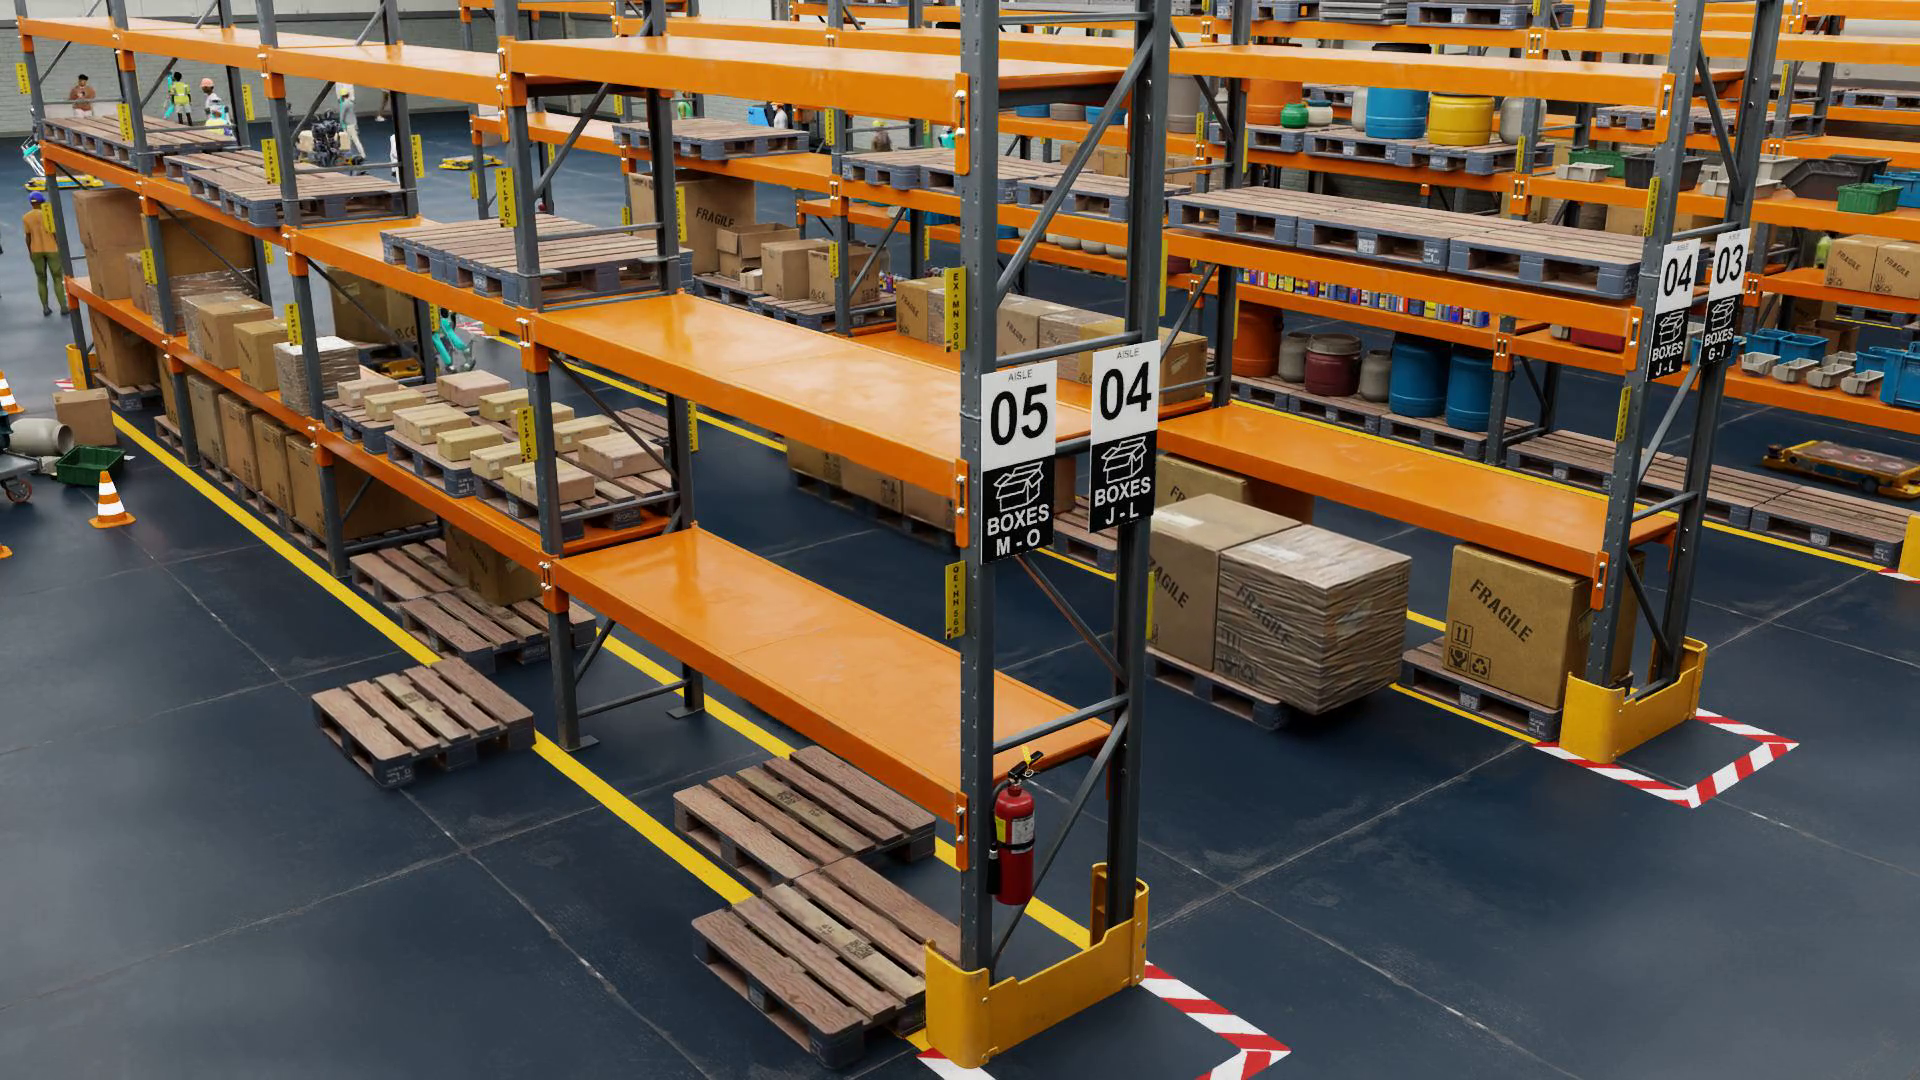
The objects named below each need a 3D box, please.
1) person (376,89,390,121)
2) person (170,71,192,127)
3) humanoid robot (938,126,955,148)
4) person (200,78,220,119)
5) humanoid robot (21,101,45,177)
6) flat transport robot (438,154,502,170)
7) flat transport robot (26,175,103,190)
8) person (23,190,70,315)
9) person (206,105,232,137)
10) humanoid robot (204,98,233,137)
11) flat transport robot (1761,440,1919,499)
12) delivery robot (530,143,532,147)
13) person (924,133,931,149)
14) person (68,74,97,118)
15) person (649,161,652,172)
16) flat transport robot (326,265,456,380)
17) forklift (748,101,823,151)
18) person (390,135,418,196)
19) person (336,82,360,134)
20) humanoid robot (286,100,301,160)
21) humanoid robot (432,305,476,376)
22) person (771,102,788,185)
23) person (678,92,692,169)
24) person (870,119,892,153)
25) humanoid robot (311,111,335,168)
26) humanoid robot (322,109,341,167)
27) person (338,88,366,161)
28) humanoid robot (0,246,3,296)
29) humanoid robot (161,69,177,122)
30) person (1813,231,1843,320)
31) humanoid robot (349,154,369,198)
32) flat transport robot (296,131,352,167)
[{"bbox_3d":[-17.319,-13.630,50.385,0.530,1.824,0.996,18,26,41],"label":"person"},{"bbox_3d":[-21.897,-12.305,46.796,0.534,1.699,0.318,-12,23,-30],"label":"person"},{"bbox_3d":[0.059,-7.183,32.289,0.560,1.783,0.977,18,26,42],"label":"humanoid robot"},{"bbox_3d":[-17.678,-9.877,39.377,0.389,2.040,0.613,-13,23,-33],"label":"person"},{"bbox_3d":[-20.581,-8.931,36.936,0.735,1.677,0.533,1,19,3],"label":"humanoid robot"},{"bbox_3d":[-11.601,-8.951,39.412,0.659,0.231,1.431,11,22,28],"label":"flat transport robot"},{"bbox_3d":[-19.322,-7.705,35.863,1.431,0.231,0.659,-12,23,-31],"label":"flat transport robot"},{"bbox_3d":[-12.674,-3.983,23.087,0.456,1.717,0.370,-2,19,-6],"label":"person"},{"bbox_3d":[-15.374,-8.115,34.675,0.568,1.836,1.016,3,20,8],"label":"person"},{"bbox_3d":[-16.454,-8.998,37.242,0.681,1.737,0.532,17,26,40],"label":"humanoid robot"},{"bbox_3d":[8.535,-0.692,15.906,0.659,0.231,1.431,-14,24,-34],"label":"flat transport robot"},{"bbox_3d":[-10.977,-10.513,43.429,0.499,0.598,0.802,-12,23,-31],"label":"delivery robot"},{"bbox_3d":[-0.766,-7.501,33.063,0.470,1.741,0.347,-16,25,-38],"label":"person"},{"bbox_3d":[-23.151,-11.353,43.912,0.782,1.816,0.686,-13,23,-33],"label":"person"},{"bbox_3d":[-5.056,-6.005,28.491,0.383,1.957,0.601,8,21,22],"label":"person"},{"bbox_3d":[-6.868,-2.178,20.136,0.659,0.231,1.431,-15,24,-37],"label":"flat transport robot"},{"bbox_3d":[-4.526,-11.368,42.374,1.129,2.768,1.873,-15,24,-37],"label":"forklift"},{"bbox_3d":[-10.504,-6.999,31.423,0.574,1.883,0.356,8,21,21],"label":"person"},{"bbox_3d":[-17.204,-12.350,46.602,0.500,1.915,0.367,3,20,8],"label":"person"},{"bbox_3d":[-15.277,-9.186,37.951,0.314,1.655,0.611,0,19,-1],"label":"humanoid robot"},{"bbox_3d":[-5.681,-2.367,18.485,0.673,1.820,0.534,9,21,25],"label":"humanoid robot"},{"bbox_3d":[-3.910,-8.689,36.233,0.380,1.890,0.562,-4,20,-11],"label":"person"},{"bbox_3d":[-6.281,-9.428,38.195,0.390,1.976,0.488,2,20,7],"label":"person"},{"bbox_3d":[-1.511,-7.406,32.816,0.529,1.738,0.784,-15,24,-37],"label":"person"},{"bbox_3d":[-13.489,-8.246,35.278,0.393,1.653,0.599,3,20,7],"label":"humanoid robot"},{"bbox_3d":[-13.611,-8.443,35.834,0.608,1.641,0.477,11,22,28],"label":"humanoid robot"},{"bbox_3d":[-14.944,-10.098,40.477,0.861,1.726,0.528,0,19,1],"label":"person"},{"bbox_3d":[-14.214,-4.298,24.068,0.512,1.656,0.583,16,25,38],"label":"humanoid robot"},{"bbox_3d":[-22.302,-12.317,46.812,0.686,1.811,0.556,-15,24,-36],"label":"humanoid robot"},{"bbox_3d":[11.076,-3.373,21.405,0.530,1.667,0.802,-16,25,-39],"label":"person"},{"bbox_3d":[-9.989,-5.624,27.837,0.587,1.641,0.533,11,22,29],"label":"humanoid robot"},{"bbox_3d":[-15.112,-9.004,39.561,1.431,0.231,0.659,-15,24,-37],"label":"flat transport robot"}]
